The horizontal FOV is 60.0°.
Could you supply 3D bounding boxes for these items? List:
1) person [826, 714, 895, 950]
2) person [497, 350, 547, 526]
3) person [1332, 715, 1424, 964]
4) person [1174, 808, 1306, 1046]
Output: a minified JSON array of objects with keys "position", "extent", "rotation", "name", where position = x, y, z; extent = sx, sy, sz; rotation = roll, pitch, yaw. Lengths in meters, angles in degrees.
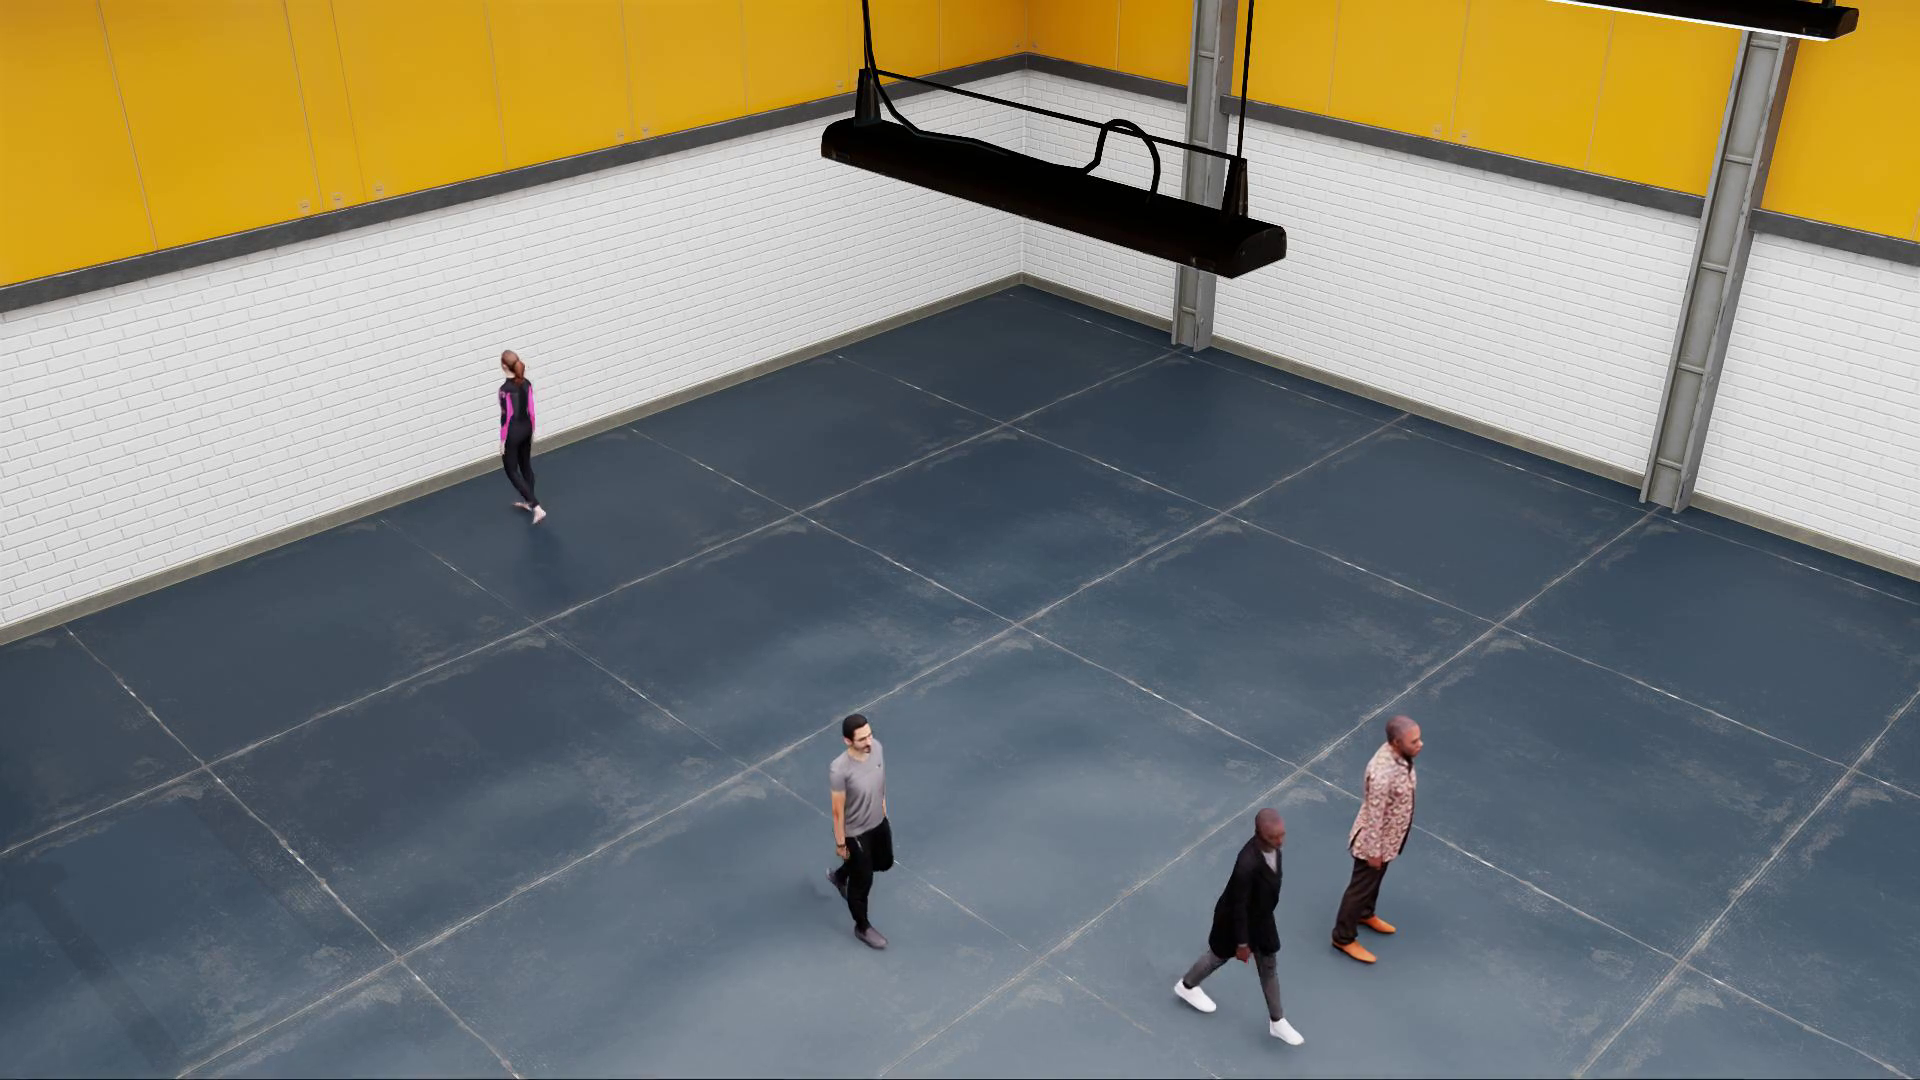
[{"position":[-0.700,1.835,10.850],"extent":[0.892,1.742,0.704],"rotation":[19,34,31],"name":"person"},{"position":[-4.239,-0.993,16.031],"extent":[0.880,1.745,0.698],"rotation":[16,33,27],"name":"person"},{"position":[2.685,1.879,10.709],"extent":[0.660,1.800,0.724],"rotation":[18,33,29],"name":"person"},{"position":[1.645,2.251,10.111],"extent":[1.129,1.719,0.698],"rotation":[20,34,32],"name":"person"}]
